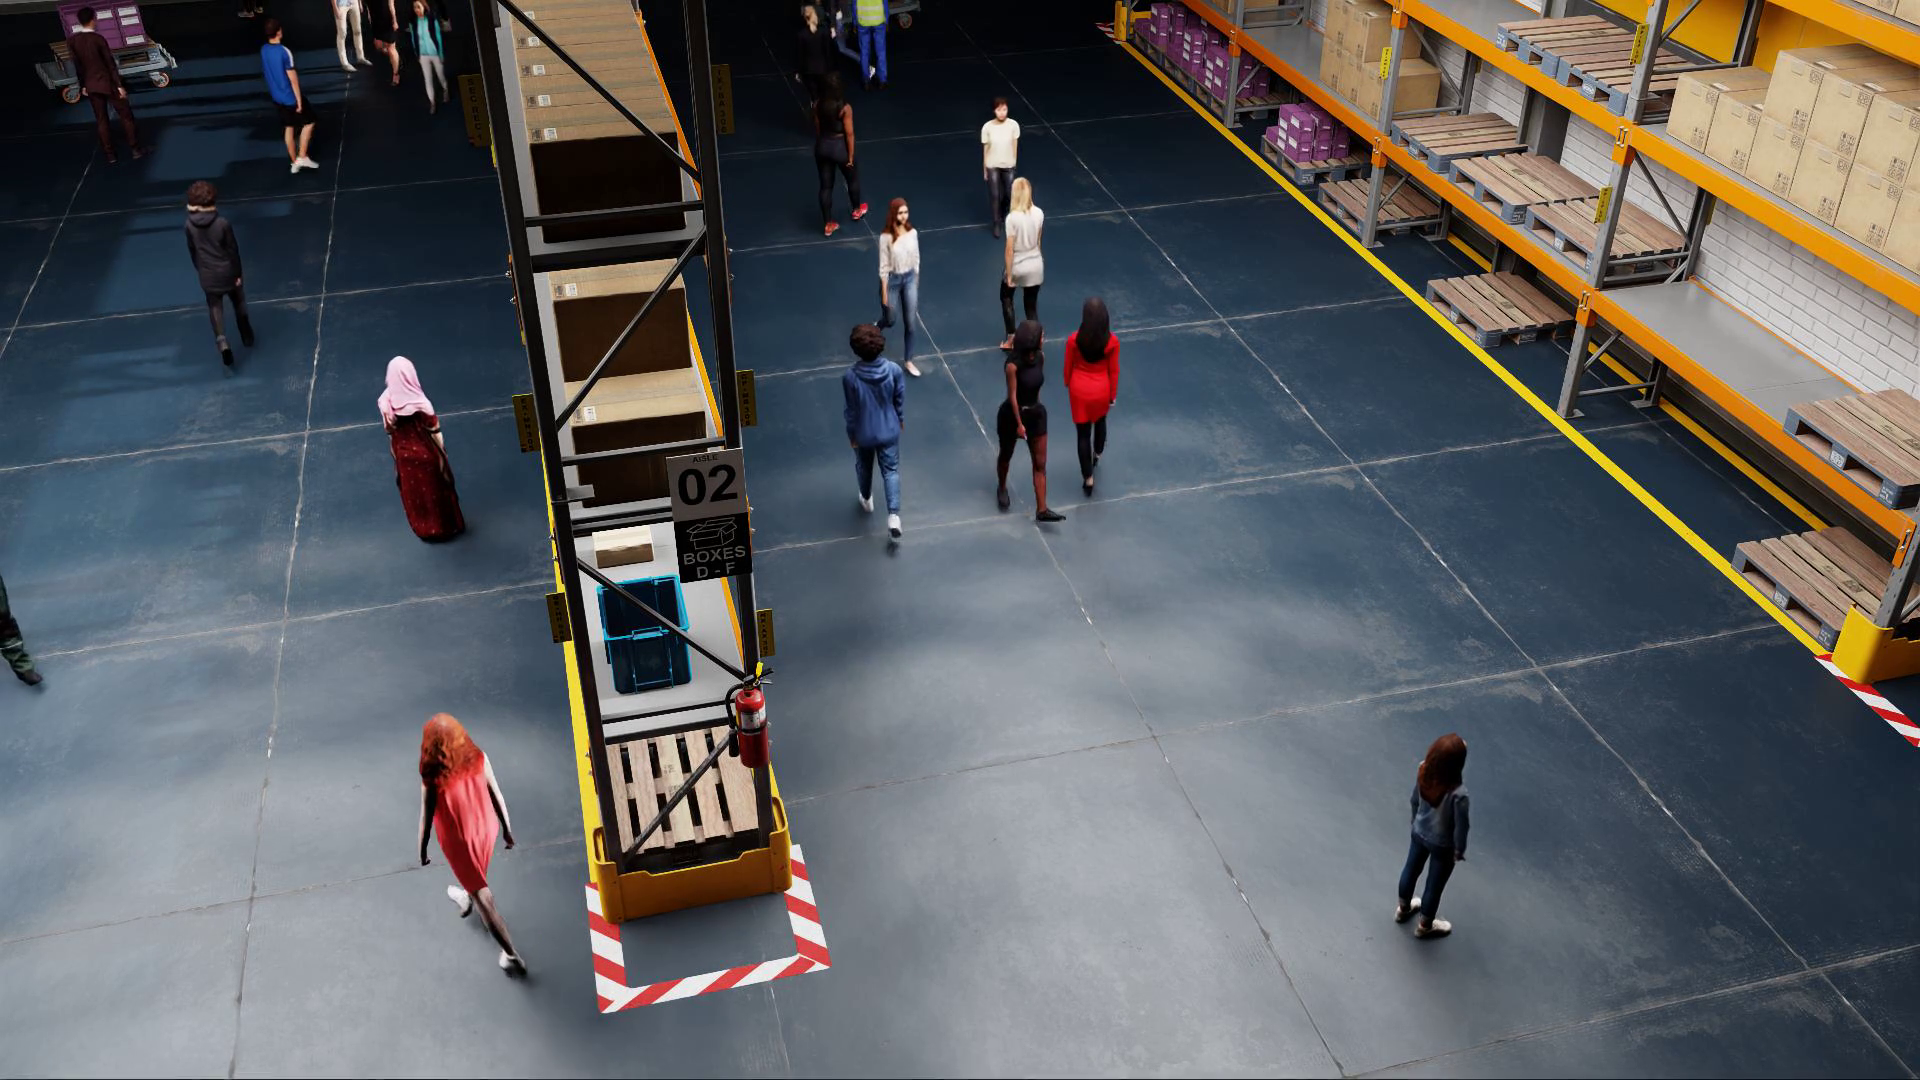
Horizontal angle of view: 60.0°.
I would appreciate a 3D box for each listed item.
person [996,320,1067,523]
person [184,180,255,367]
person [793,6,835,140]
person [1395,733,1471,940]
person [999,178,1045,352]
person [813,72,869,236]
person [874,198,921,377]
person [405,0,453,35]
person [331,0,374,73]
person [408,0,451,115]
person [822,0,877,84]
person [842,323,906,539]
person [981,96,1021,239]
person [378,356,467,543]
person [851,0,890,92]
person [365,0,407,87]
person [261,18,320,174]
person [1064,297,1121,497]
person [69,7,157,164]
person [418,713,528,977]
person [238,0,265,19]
[{"bbox_3d":[0.452,-0.998,13.630,0.819,1.689,1.091,-19,38,-26],"label":"person"},{"bbox_3d":[-7.088,-2.526,15.875,0.607,1.750,1.092,-7,34,-10],"label":"person"},{"bbox_3d":[-1.802,-5.817,20.879,0.666,1.691,0.723,-10,35,-15],"label":"person"},{"bbox_3d":[2.775,1.721,9.730,0.675,1.477,0.530,-19,38,-26],"label":"person"},{"bbox_3d":[0.659,-2.517,15.807,0.645,1.810,0.687,-14,36,-20],"label":"person"},{"bbox_3d":[-1.429,-4.250,18.432,0.979,1.790,1.122,9,35,14],"label":"person"},{"bbox_3d":[-0.618,-2.438,15.776,0.676,1.711,1.002,-14,36,-19],"label":"person"},{"bbox_3d":[-8.060,-8.310,24.675,0.885,1.640,0.912,2,34,3],"label":"person"},{"bbox_3d":[-8.637,-7.545,23.338,0.758,1.845,0.720,21,39,29],"label":"person"},{"bbox_3d":[-6.998,-6.466,22.052,0.648,1.473,0.990,-4,34,-6],"label":"person"},{"bbox_3d":[-1.628,-7.003,22.608,0.655,1.751,1.147,-9,35,-13],"label":"person"},{"bbox_3d":[-0.655,-0.856,13.335,0.751,1.780,1.131,-5,34,-7],"label":"person"},{"bbox_3d":[0.433,-4.173,18.507,0.642,1.578,0.710,-4,34,-6],"label":"person"},{"bbox_3d":[-4.320,-0.713,13.255,0.759,1.630,0.764,7,34,11],"label":"person"},{"bbox_3d":[-1.216,-7.037,22.604,0.715,1.812,0.637,-1,34,-2],"label":"person"},{"bbox_3d":[-7.834,-7.099,22.796,0.870,1.702,0.945,13,36,19],"label":"person"},{"bbox_3d":[-8.129,-5.291,19.942,0.793,1.852,0.839,11,35,16],"label":"person"},{"bbox_3d":[1.082,-1.153,13.832,0.735,1.724,0.946,0,34,0],"label":"person"},{"bbox_3d":[-10.484,-5.543,20.316,0.858,1.857,0.863,0,34,-1],"label":"person"},{"bbox_3d":[-2.694,1.776,9.364,1.160,1.792,0.999,26,42,34],"label":"person"},{"bbox_3d":[-11.053,-8.946,25.520,0.782,1.764,0.697,14,36,20],"label":"person"}]
